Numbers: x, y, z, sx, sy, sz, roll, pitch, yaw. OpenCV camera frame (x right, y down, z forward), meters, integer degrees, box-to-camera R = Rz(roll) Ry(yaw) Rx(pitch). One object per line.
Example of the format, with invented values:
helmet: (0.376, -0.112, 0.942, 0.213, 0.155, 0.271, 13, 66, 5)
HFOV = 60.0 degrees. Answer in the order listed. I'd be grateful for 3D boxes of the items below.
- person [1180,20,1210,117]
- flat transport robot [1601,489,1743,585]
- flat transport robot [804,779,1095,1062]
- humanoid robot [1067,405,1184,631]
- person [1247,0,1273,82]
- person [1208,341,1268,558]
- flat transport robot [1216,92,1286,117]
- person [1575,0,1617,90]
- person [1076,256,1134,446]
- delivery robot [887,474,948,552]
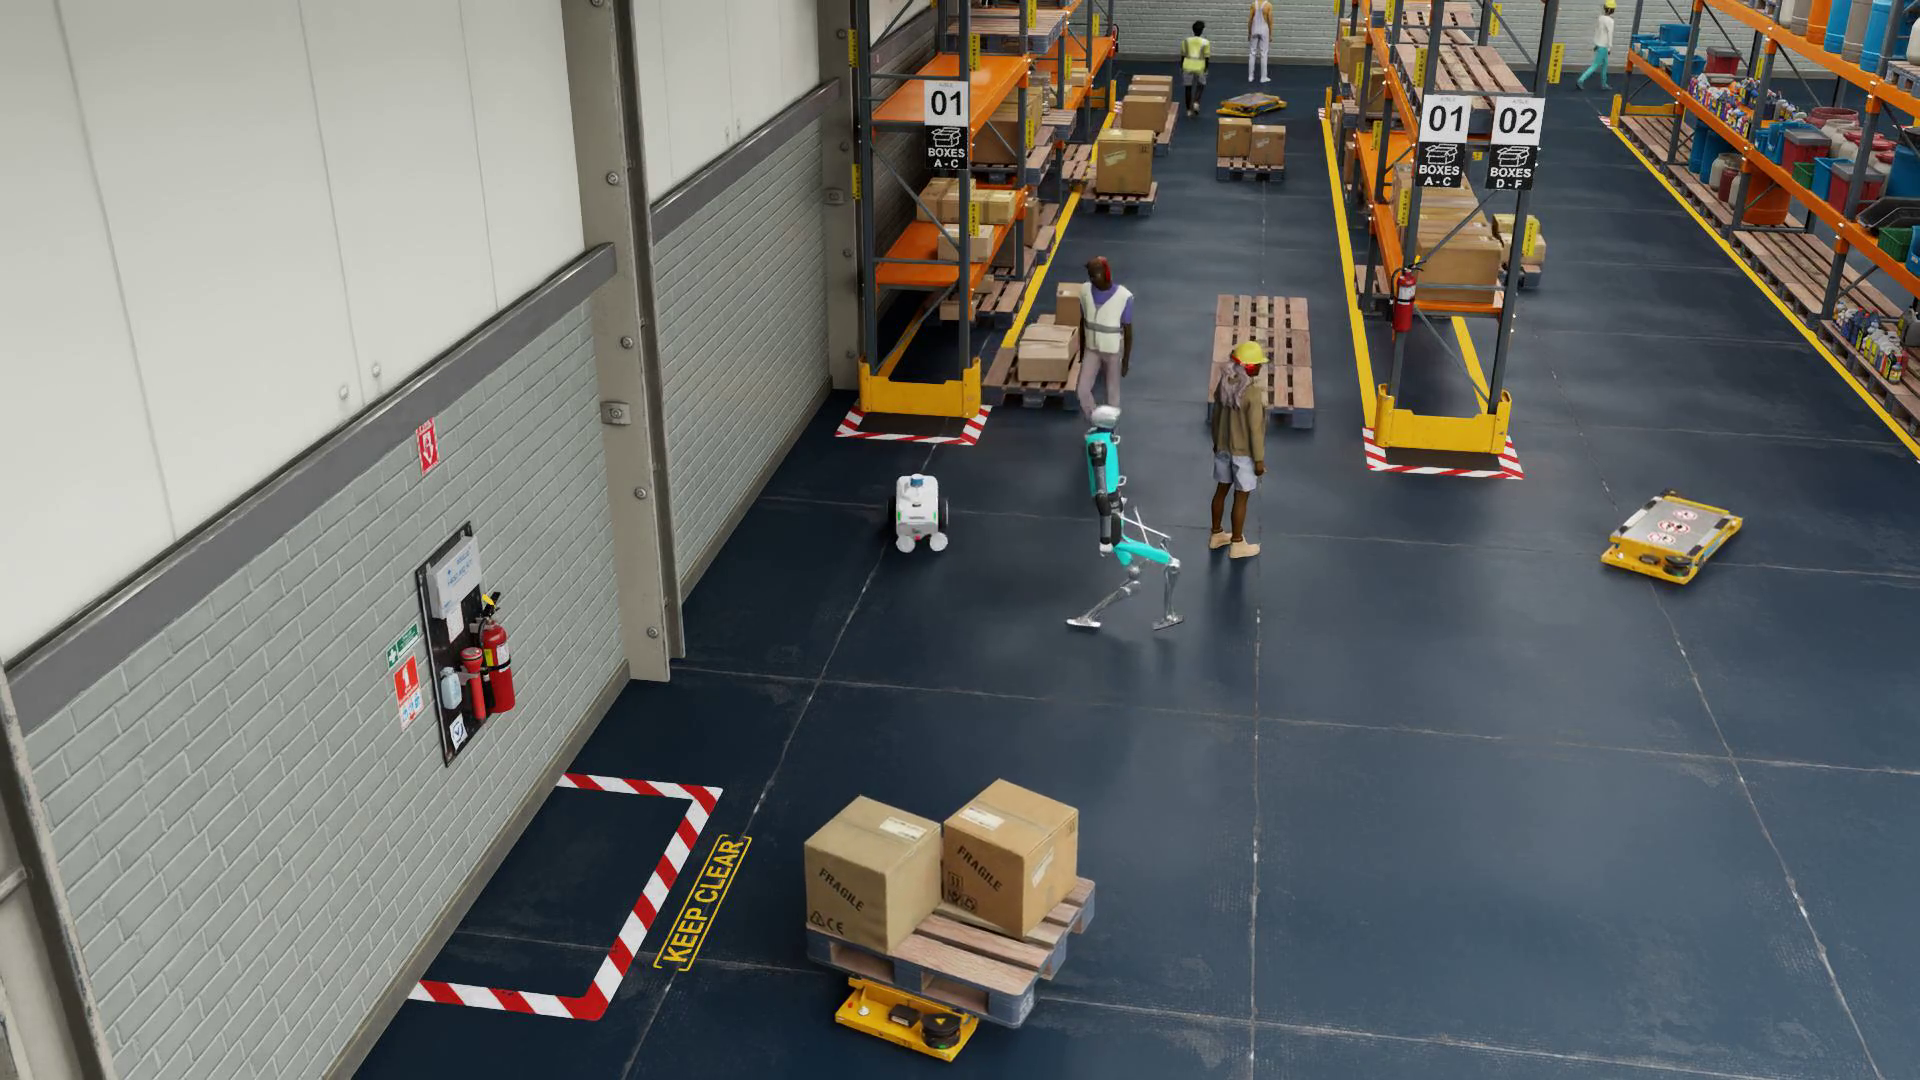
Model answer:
person: (4.179, -8.394, 29.643, 0.546, 1.679, 0.371, 7, 26, 15)
flat transport robot: (5.770, -0.037, 13.436, 0.659, 0.231, 1.431, 19, 31, 35)
flat transport robot: (-0.019, 2.147, 8.762, 0.659, 0.231, 1.431, 12, 28, 24)
humanoid robot: (1.303, -0.093, 11.889, 1.030, 1.767, 0.535, 4, 25, 9)
person: (5.965, -10.054, 32.996, 0.518, 1.861, 0.384, 14, 29, 28)
person: (2.178, -0.714, 13.120, 0.405, 1.760, 0.547, -15, 29, -30)
flat transport robot: (5.322, -7.933, 30.336, 0.659, 0.231, 1.431, 19, 31, 34)
person: (12.311, -9.512, 31.981, 0.802, 1.738, 0.528, -2, 25, -4)
person: (1.298, -1.690, 15.147, 0.595, 1.814, 0.551, 15, 29, 29)
delivery robot: (-0.339, -0.253, 13.571, 0.517, 0.603, 0.774, 0, 25, -1)
